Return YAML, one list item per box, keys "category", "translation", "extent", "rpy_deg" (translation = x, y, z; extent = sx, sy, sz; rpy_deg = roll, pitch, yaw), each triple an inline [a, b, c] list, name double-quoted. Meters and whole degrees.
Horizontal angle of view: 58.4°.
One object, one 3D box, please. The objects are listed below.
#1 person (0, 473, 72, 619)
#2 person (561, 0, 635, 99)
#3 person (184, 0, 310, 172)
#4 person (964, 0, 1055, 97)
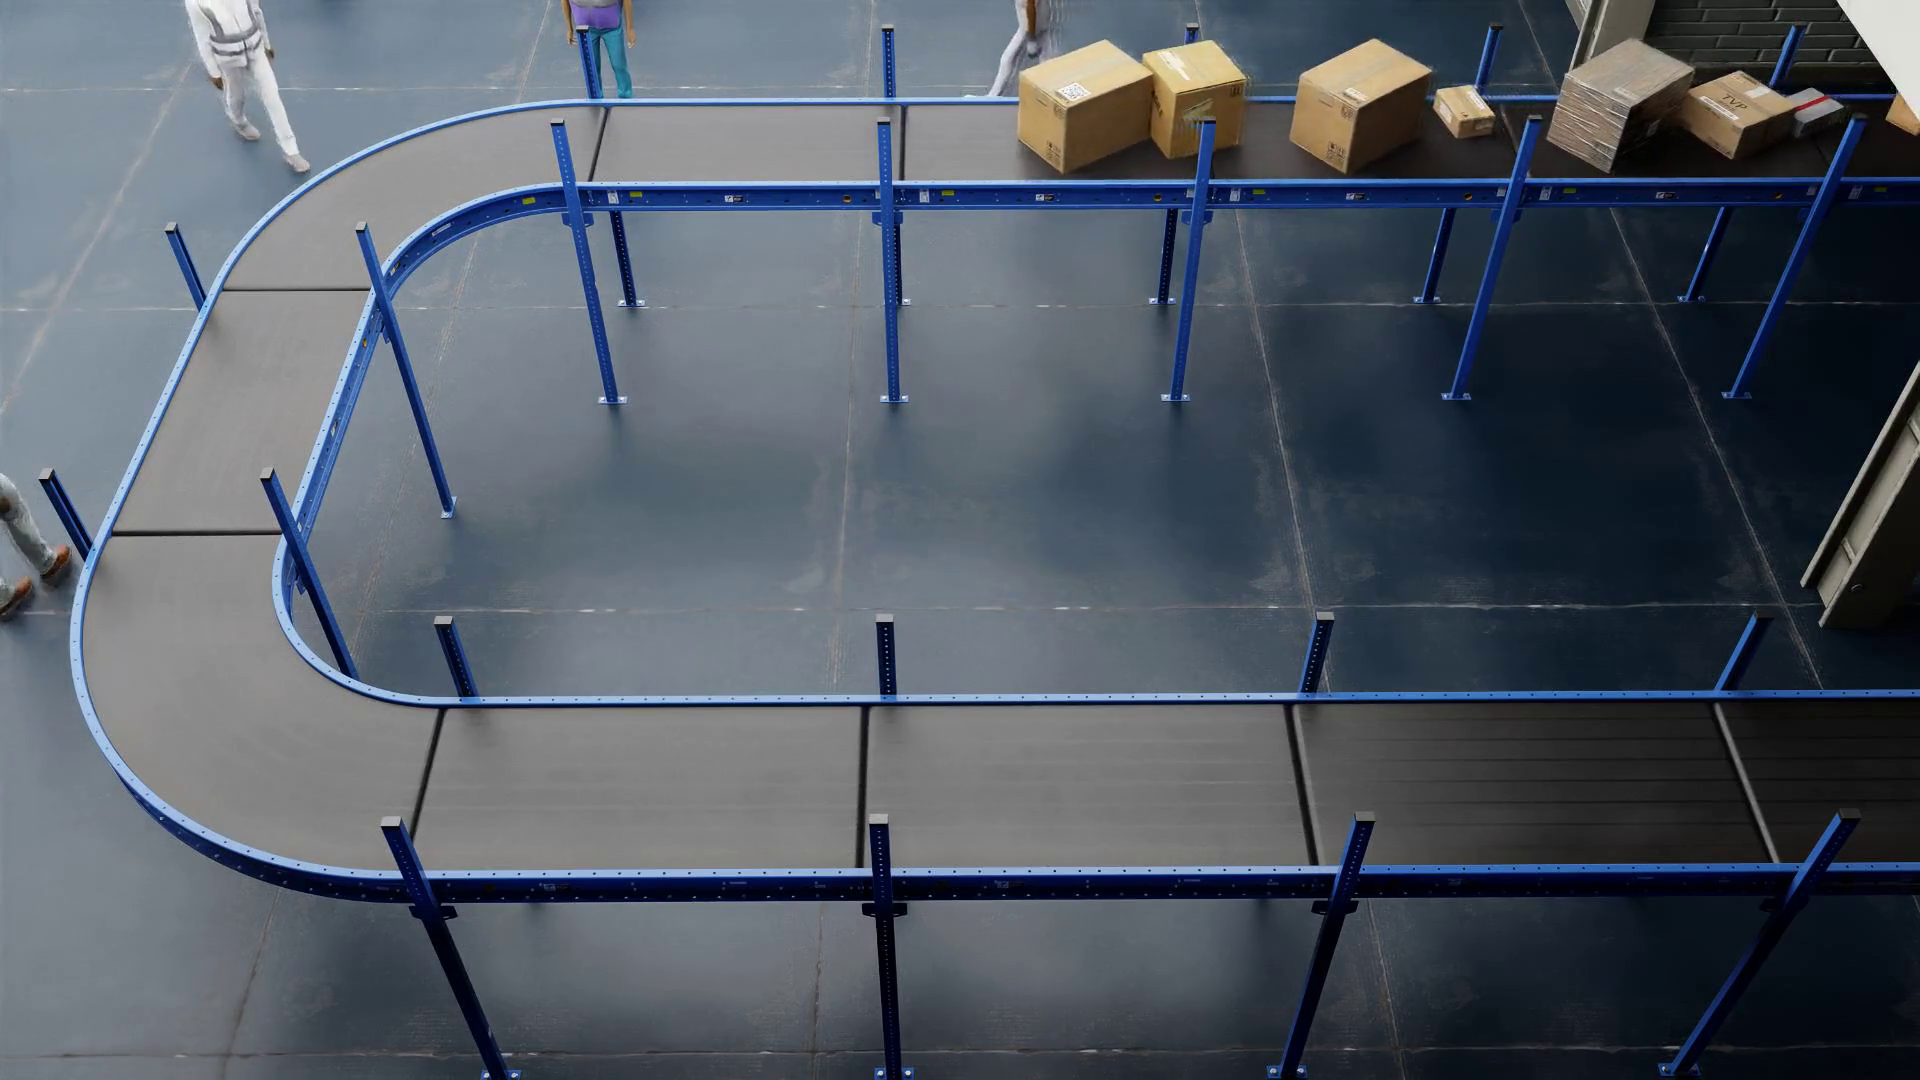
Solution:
- category: "person"
  translation: [-5.999, -0.386, 10.340]
  extent: [0.663, 1.897, 0.725]
  rpy_deg: [9, 48, 8]
- category: "person"
  translation: [-2.914, -4.175, 13.918]
  extent: [0.563, 1.837, 0.388]
  rpy_deg: [0, 47, 0]
- category: "person"
  translation: [-5.743, -3.876, 13.640]
  extent: [0.582, 1.845, 0.972]
  rpy_deg: [-35, 56, -28]
- category: "person"
  translation: [0.556, -4.222, 13.985]
  extent: [1.000, 1.804, 0.532]
  rpy_deg: [18, 49, 16]
